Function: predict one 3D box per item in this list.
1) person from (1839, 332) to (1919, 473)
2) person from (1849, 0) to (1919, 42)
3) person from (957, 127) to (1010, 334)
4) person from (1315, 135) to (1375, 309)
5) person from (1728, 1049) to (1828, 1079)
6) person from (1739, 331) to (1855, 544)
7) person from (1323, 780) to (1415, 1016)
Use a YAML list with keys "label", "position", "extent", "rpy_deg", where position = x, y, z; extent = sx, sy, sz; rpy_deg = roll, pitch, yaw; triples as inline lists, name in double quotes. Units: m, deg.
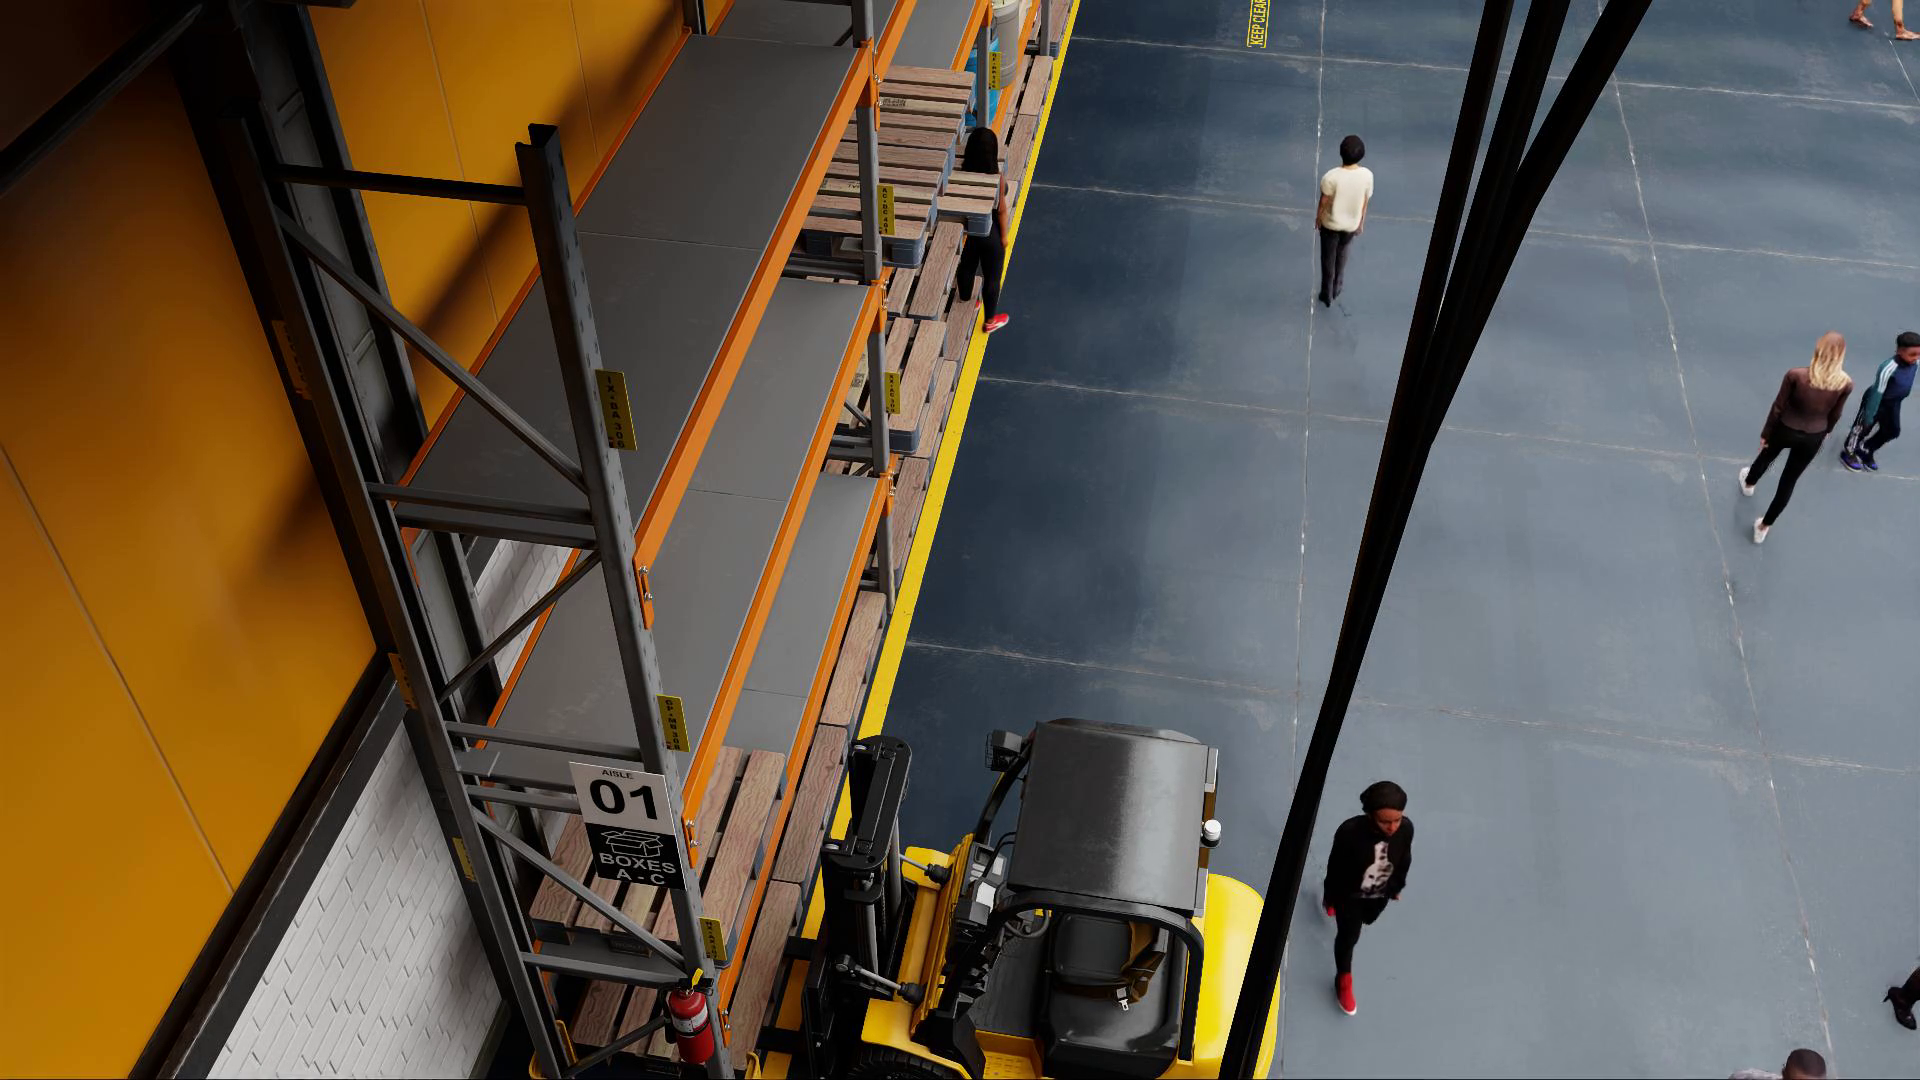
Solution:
- label: "person"
  position: [6.859, -1.070, 12.431]
  extent: [0.615, 1.247, 0.648]
  rpy_deg: [-14, 45, -15]
- label: "person"
  position: [9.802, -6.149, 17.447]
  extent: [1.045, 1.681, 1.070]
  rpy_deg: [-29, 51, -27]
- label: "person"
  position: [0.171, -2.525, 13.546]
  extent: [0.758, 1.816, 0.767]
  rpy_deg: [27, 50, 26]
- label: "person"
  position: [3.170, -2.586, 13.782]
  extent: [0.663, 1.578, 0.637]
  rpy_deg: [-4, 44, -4]
- label: "person"
  position: [3.736, 2.874, 7.881]
  extent: [0.697, 1.812, 1.095]
  rpy_deg: [6, 44, 7]
- label: "person"
  position: [5.884, -0.670, 11.704]
  extent: [0.732, 1.670, 1.005]
  rpy_deg: [15, 46, 15]
- label: "person"
  position: [2.179, 1.829, 9.092]
  extent: [0.803, 1.655, 1.083]
  rpy_deg: [-5, 44, -6]
